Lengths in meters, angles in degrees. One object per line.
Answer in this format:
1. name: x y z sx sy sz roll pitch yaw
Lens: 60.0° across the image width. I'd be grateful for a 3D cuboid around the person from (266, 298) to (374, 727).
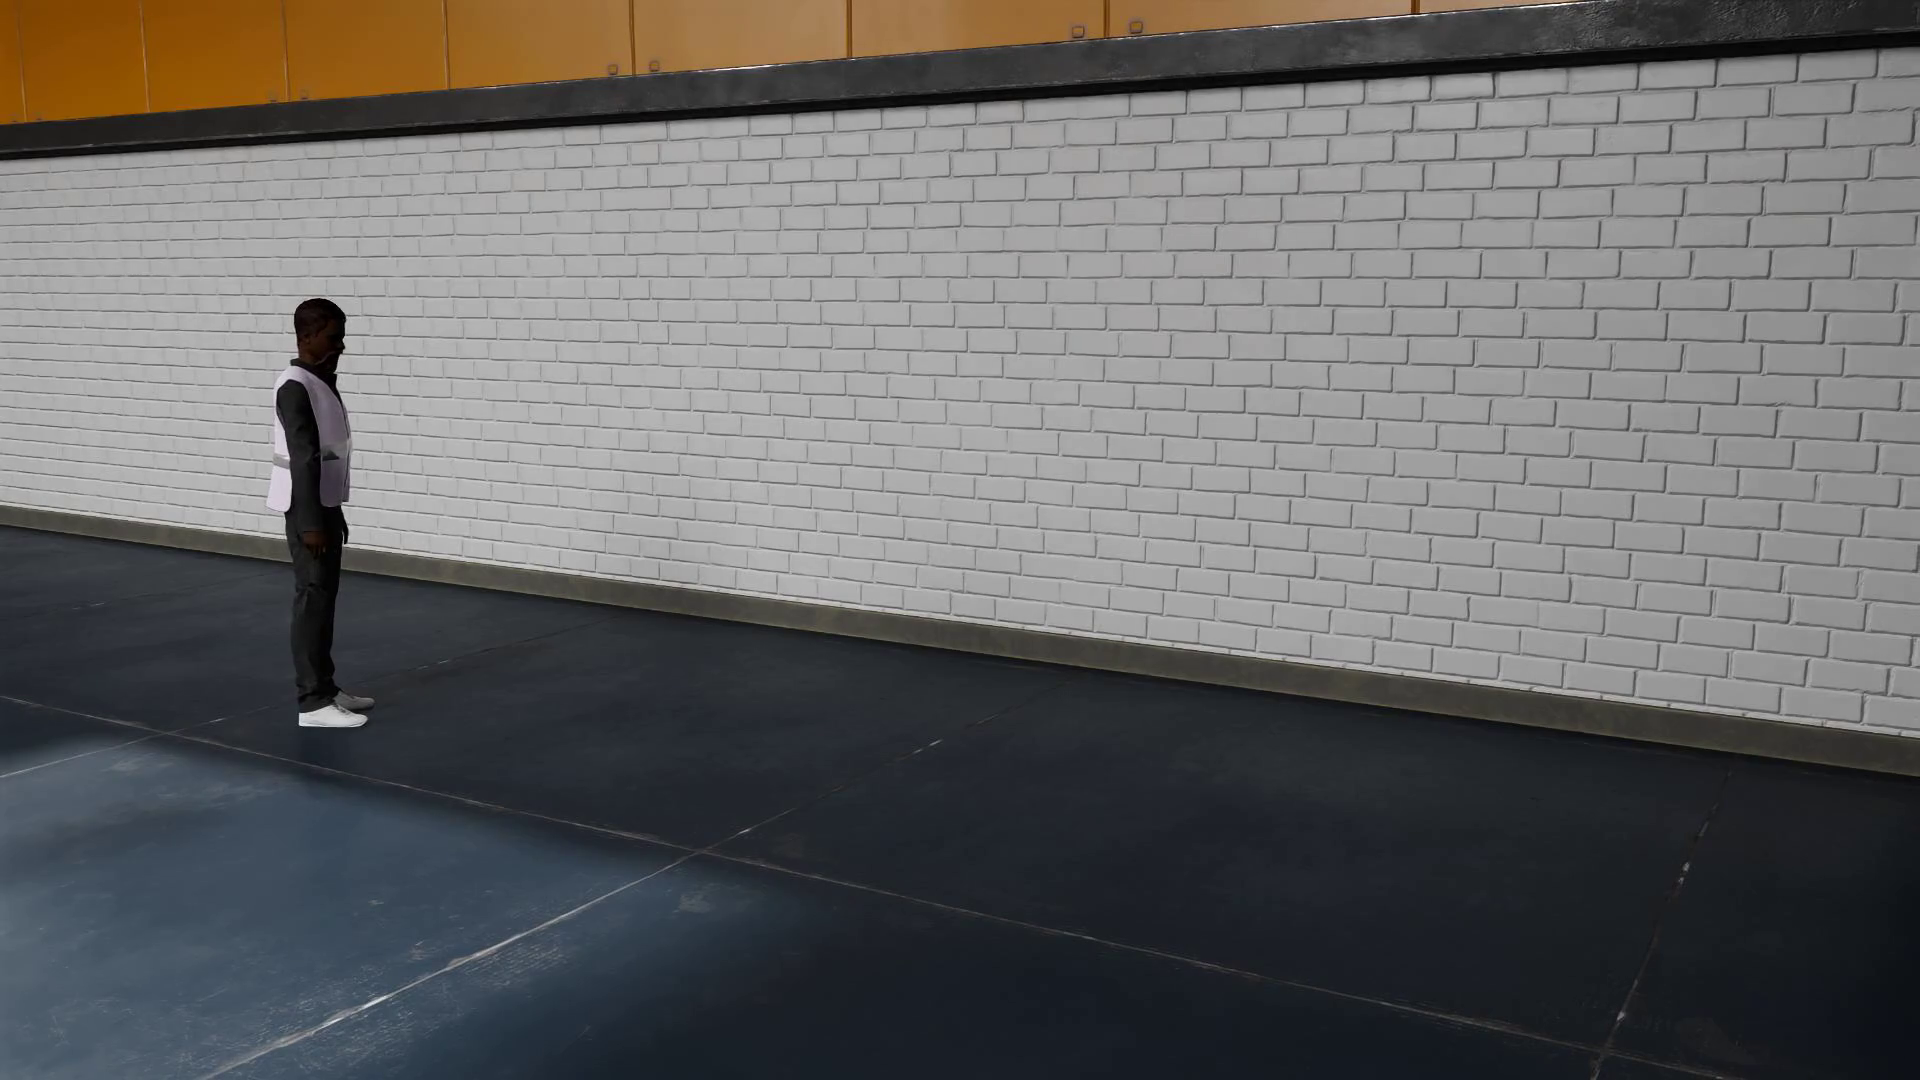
1. person: -2.893 -0.121 7.478 0.390 1.913 0.588 -2 9 -13
